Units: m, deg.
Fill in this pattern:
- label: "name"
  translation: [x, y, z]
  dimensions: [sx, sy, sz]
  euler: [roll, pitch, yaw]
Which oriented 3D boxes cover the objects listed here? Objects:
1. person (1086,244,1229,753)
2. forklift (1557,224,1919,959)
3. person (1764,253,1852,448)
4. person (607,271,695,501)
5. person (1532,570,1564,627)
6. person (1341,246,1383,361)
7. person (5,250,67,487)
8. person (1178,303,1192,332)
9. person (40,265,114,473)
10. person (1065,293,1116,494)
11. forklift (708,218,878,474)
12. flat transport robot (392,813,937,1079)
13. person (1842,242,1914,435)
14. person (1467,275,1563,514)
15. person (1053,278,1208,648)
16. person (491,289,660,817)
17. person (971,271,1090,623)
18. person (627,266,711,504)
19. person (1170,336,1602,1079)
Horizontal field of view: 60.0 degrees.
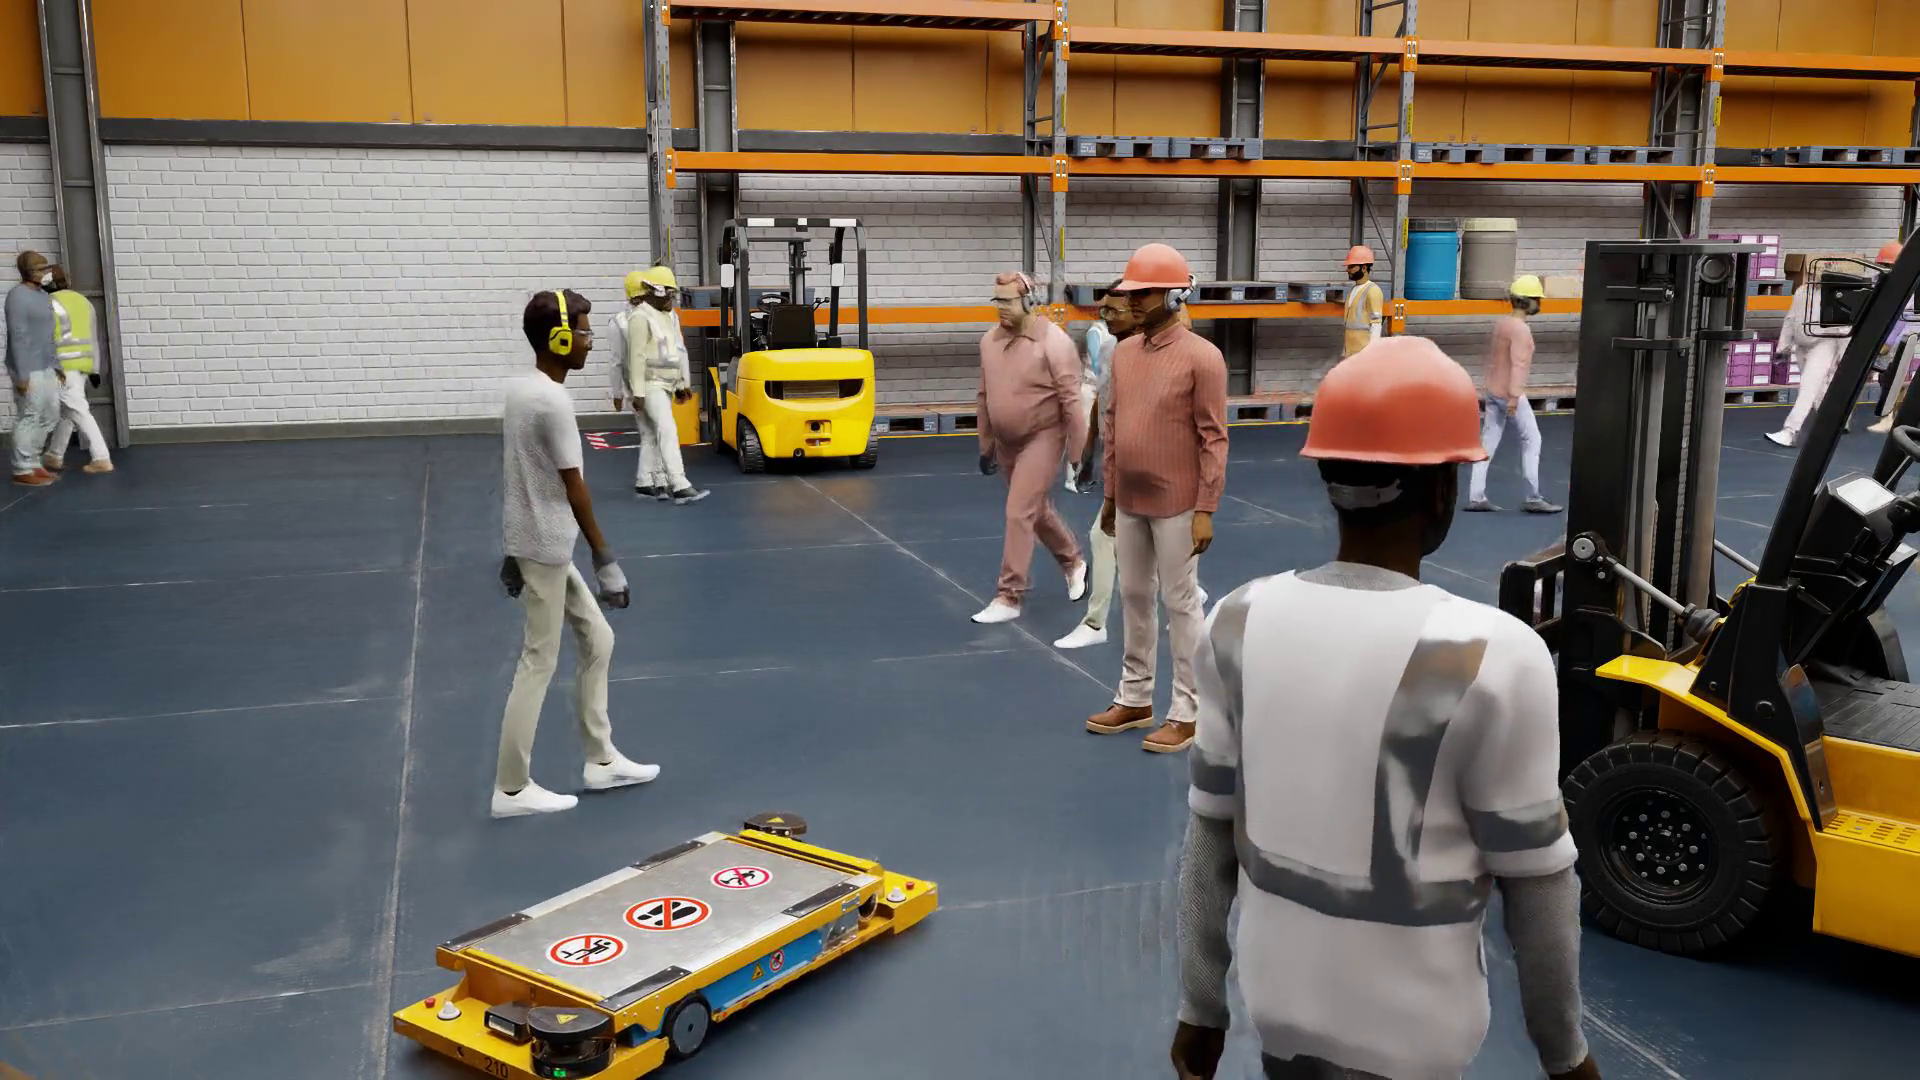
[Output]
- label: "person"
  translation: [0.775, -0.163, 6.592]
  dimensions: [0.385, 1.993, 0.623]
  euler: [-8, 13, -36]
- label: "forklift"
  translation: [2.909, 0.117, 4.508]
  dimensions: [2.313, 2.155, 1.214]
  euler: [9, 14, 40]
- label: "person"
  translation: [8.133, -1.804, 15.970]
  dimensions: [0.980, 1.858, 0.650]
  euler: [-2, 11, -12]
- label: "person"
  translation: [-2.451, -1.222, 13.060]
  dimensions: [0.634, 1.778, 0.893]
  euler: [-7, 13, -35]
- label: "person"
  translation: [3.213, -0.398, 8.049]
  dimensions: [1.034, 1.947, 0.619]
  euler: [2, 11, 12]
- label: "person"
  translation: [3.729, -1.783, 15.630]
  dimensions: [0.359, 1.936, 0.552]
  euler: [-2, 11, -13]
- label: "person"
  translation: [-7.509, -1.373, 13.432]
  dimensions: [0.505, 1.913, 0.676]
  euler: [-2, 11, -12]
- label: "person"
  translation: [1.347, -0.713, 10.596]
  dimensions: [0.509, 1.632, 0.268]
  euler: [-5, 12, -27]
- label: "person"
  translation: [-7.712, -1.464, 14.309]
  dimensions: [0.926, 1.787, 0.616]
  euler: [1, 10, 6]
- label: "person"
  translation: [1.177, -1.121, 12.949]
  dimensions: [0.870, 1.589, 0.524]
  euler: [9, 14, 40]
- label: "forklift"
  translation: [-1.522, -1.778, 14.899]
  dimensions: [1.214, 2.155, 2.313]
  euler: [-3, 11, -17]
- label: "flat transport robot"
  translation: [-0.741, 1.076, 4.527]
  dimensions: [0.652, 0.197, 1.431]
  euler: [7, 13, 34]
- label: "person"
  translation: [9.386, -2.038, 16.967]
  dimensions: [0.925, 1.979, 0.615]
  euler: [-8, 13, -39]
- label: "person"
  translation: [4.102, -1.047, 12.130]
  dimensions: [0.751, 1.738, 0.542]
  euler: [0, 10, -2]
- label: "person"
  translation: [0.885, -0.396, 8.329]
  dimensions: [0.917, 1.833, 0.519]
  euler: [-5, 11, -23]
- label: "person"
  translation: [-1.332, 0.055, 5.836]
  dimensions: [0.788, 1.838, 0.533]
  euler: [-4, 11, -23]
- label: "person"
  translation: [0.419, -0.520, 8.966]
  dimensions: [0.931, 1.861, 0.682]
  euler: [-8, 13, -38]
- label: "person"
  translation: [-2.190, -1.173, 12.690]
  dimensions: [0.748, 1.786, 0.622]
  euler: [1, 10, 8]
- label: "person"
  translation: [0.562, 0.661, 2.398]
  dimensions: [0.985, 1.894, 0.551]
  euler: [-8, 13, -36]
